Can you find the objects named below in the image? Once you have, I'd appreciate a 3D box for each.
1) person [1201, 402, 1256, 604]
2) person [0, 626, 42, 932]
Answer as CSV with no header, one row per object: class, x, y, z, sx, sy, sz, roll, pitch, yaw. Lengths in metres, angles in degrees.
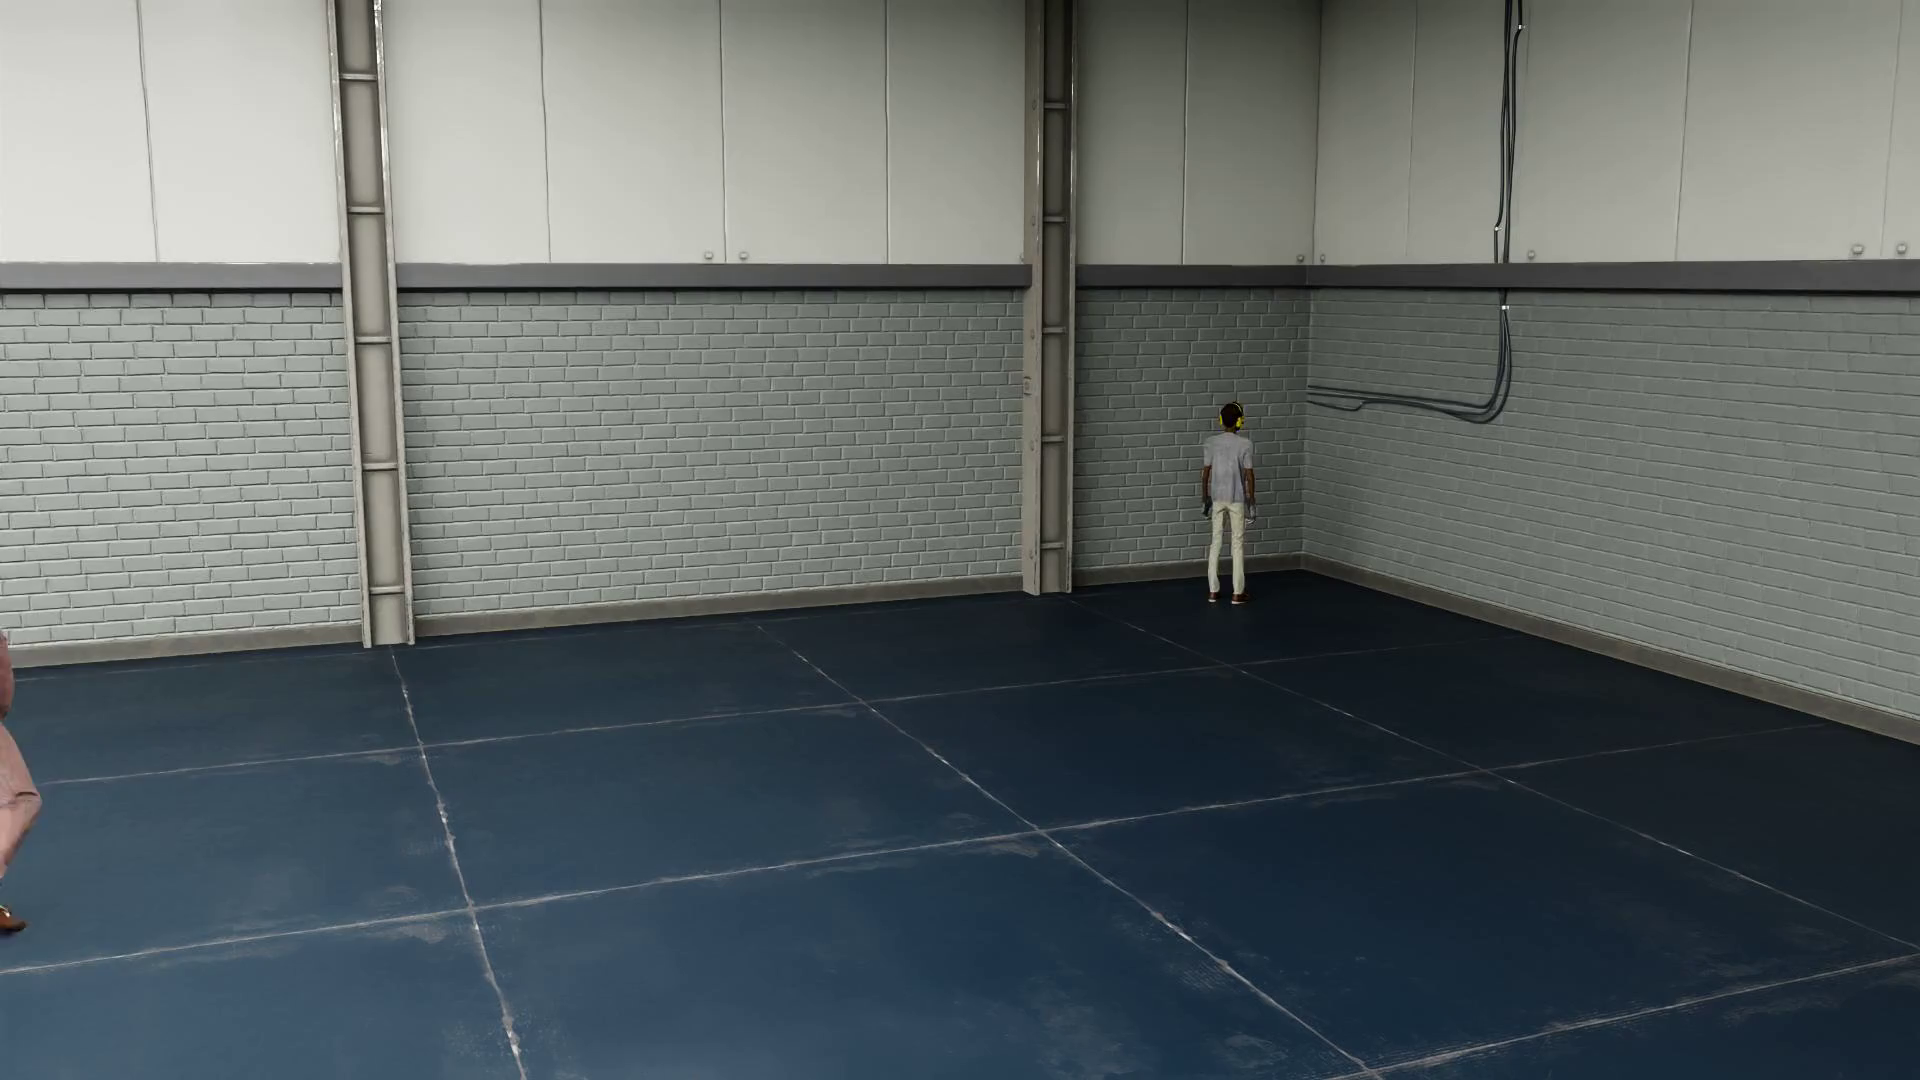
person,2.487,-0.344,15.421,0.560,1.868,0.317,5,10,28
person,-4.538,0.887,7.629,0.664,1.890,0.437,6,11,34
